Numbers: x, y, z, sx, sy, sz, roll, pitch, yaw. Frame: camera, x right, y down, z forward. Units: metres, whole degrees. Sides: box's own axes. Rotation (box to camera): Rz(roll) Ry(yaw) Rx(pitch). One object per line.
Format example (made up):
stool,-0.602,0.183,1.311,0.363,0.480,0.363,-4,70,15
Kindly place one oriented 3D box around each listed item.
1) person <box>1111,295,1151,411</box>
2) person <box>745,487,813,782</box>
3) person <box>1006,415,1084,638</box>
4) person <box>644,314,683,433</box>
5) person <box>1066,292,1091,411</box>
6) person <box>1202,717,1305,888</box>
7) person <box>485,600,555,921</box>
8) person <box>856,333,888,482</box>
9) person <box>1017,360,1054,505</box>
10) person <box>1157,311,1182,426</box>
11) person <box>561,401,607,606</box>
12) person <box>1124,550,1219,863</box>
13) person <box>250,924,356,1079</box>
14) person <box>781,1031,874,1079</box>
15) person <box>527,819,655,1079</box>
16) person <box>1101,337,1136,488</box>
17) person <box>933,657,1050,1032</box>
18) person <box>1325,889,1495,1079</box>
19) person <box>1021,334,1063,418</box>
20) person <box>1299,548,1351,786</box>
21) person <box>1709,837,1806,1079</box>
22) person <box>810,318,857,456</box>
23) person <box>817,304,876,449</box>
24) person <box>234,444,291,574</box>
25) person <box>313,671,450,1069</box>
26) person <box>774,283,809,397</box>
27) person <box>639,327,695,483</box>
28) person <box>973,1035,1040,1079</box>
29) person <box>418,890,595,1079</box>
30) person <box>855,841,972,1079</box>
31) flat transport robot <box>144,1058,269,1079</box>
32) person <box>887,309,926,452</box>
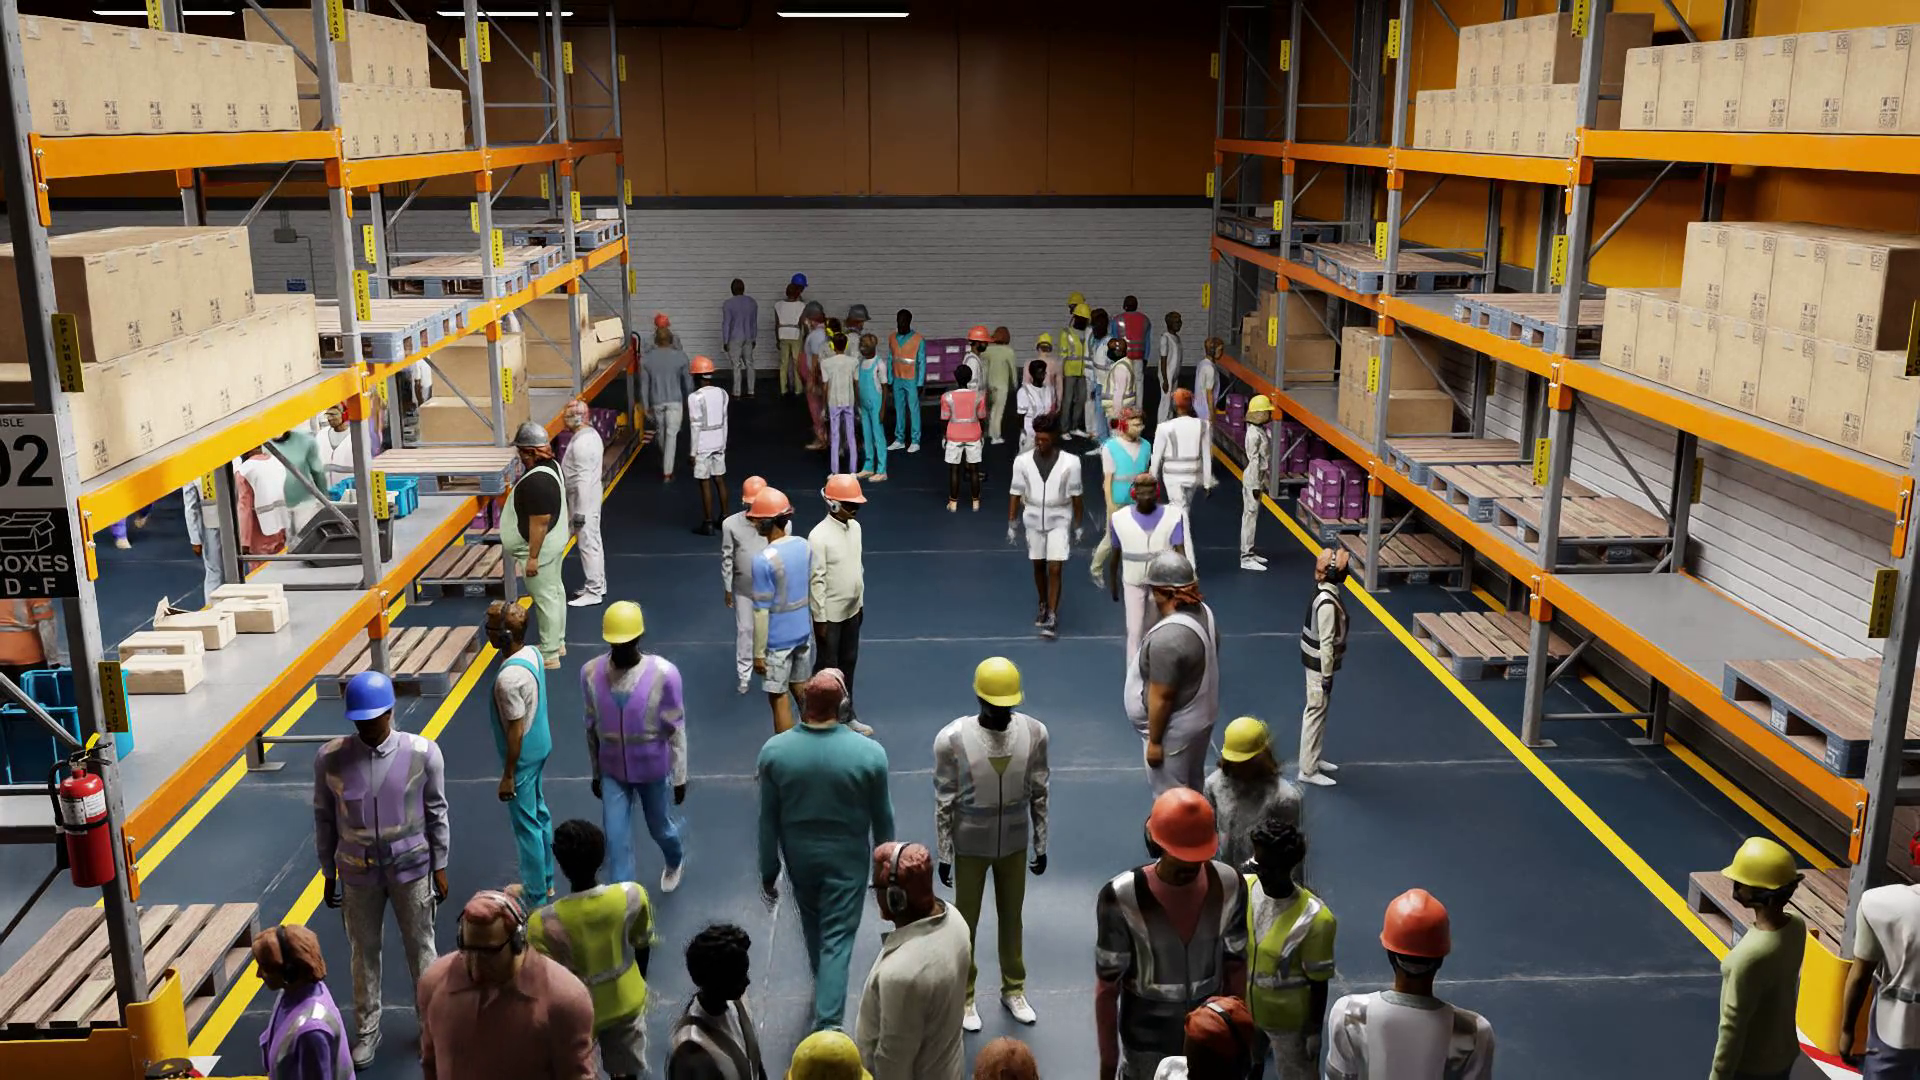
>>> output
person,2.535,-2.734,24.881,0.634,1.836,0.432,-4,15,-15
person,-1.224,0.644,11.218,0.421,2.033,0.608,8,16,27
person,0.717,-0.114,14.384,0.649,1.922,0.919,4,15,15
person,-4.266,-2.430,23.944,0.621,1.704,0.871,-12,18,-38
person,1.802,-2.885,25.481,0.403,1.824,0.594,-2,14,-7
person,1.307,1.660,7.851,0.502,1.704,0.840,11,18,38
person,-2.464,1.228,9.291,0.345,1.846,0.506,0,14,-1
person,-1.090,-1.637,20.537,0.325,1.842,0.513,-12,19,-39
person,0.885,-1.249,19.326,0.542,1.700,0.327,-10,18,-36
person,2.886,-2.203,22.758,0.345,1.846,0.507,7,16,26
person,-3.485,-0.333,15.319,0.406,1.914,0.679,-1,14,-5
person,1.216,1.033,9.665,0.537,2.000,0.691,8,17,30
person,-2.359,2.154,6.083,0.319,1.631,0.524,-8,16,-28
person,-0.421,2.327,5.199,0.321,1.737,0.483,3,15,12
person,-1.534,1.926,6.909,0.555,1.659,0.744,-8,16,-30
person,1.920,-1.543,20.200,0.430,1.837,0.625,2,14,8
person,0.162,1.480,8.154,0.587,1.920,0.396,-4,15,-16
person,1.508,2.108,5.673,0.543,1.929,0.386,5,15,20
person,1.047,-1.765,21.295,0.549,1.709,0.960,0,14,0
person,2.454,0.845,11.224,0.314,1.629,0.509,2,14,9
person,3.057,1.991,6.462,0.525,1.762,0.340,-13,19,-42
person,-1.726,-2.056,22.212,0.506,1.831,0.784,-9,17,-33
person,-1.487,-2.217,22.422,0.829,2.000,0.695,-5,15,-19
person,-5.942,-0.064,14.240,0.399,1.906,0.603,3,15,10
person,-2.714,1.541,7.855,0.605,1.948,0.388,-3,15,-12
person,-2.699,-3.199,26.704,0.570,1.831,0.398,3,15,13
person,-3.633,-1.708,20.726,0.651,1.885,1.008,1,14,2
person,0.087,2.372,5.248,0.526,1.611,0.566,5,15,17
person,-1.584,2.125,5.678,0.662,1.882,0.749,2,14,6
person,-0.183,2.009,6.136,0.401,1.894,0.653,4,15,15
flat transport robot,-3.308,2.625,6.943,0.652,0.197,1.431,-1,14,-3
person,-0.726,-2.148,22.396,0.596,1.918,0.386,9,17,32
